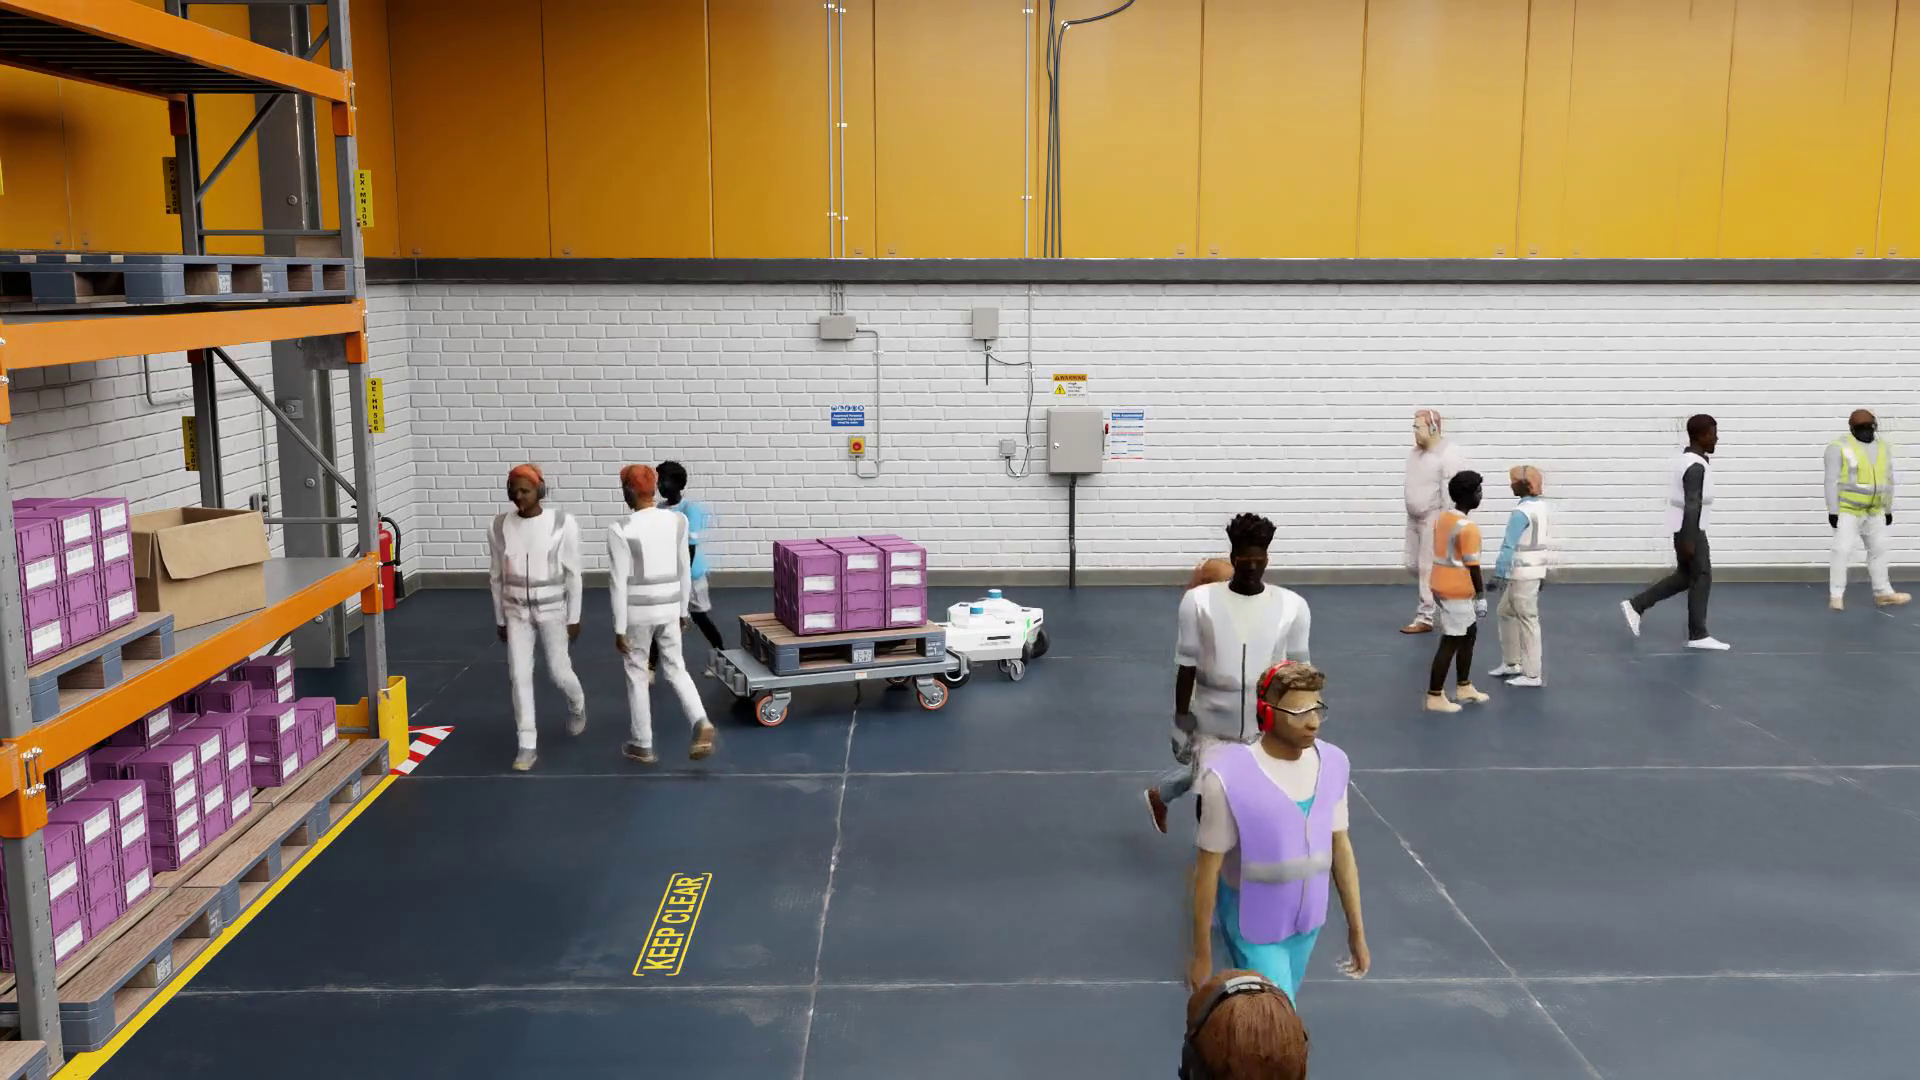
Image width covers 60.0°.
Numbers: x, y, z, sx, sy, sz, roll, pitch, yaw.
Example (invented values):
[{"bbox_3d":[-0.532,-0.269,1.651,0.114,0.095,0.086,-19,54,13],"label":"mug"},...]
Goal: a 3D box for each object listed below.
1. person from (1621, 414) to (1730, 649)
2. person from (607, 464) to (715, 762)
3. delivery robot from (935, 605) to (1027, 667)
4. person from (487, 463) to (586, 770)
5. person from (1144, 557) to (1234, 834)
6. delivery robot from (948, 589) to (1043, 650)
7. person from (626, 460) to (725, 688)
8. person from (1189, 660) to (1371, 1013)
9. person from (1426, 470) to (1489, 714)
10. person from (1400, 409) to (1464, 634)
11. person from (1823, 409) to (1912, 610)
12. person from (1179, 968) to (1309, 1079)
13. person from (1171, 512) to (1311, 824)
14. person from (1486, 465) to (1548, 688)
[{"bbox_3d":[5.785,-0.074,13.329,0.753,1.898,0.595,3,10,19],"label":"person"},{"bbox_3d":[-1.823,0.473,10.064,0.583,1.867,0.729,-8,12,-40],"label":"person"},{"bbox_3d":[0.124,0.722,12.257,0.707,0.478,0.477,-2,9,-15],"label":"delivery robot"},{"bbox_3d":[-2.590,0.437,10.282,0.577,1.868,0.706,0,9,3],"label":"person"},{"bbox_3d":[1.222,0.862,8.462,0.616,1.614,0.497,7,12,37],"label":"person"},{"bbox_3d":[0.269,0.626,12.844,0.707,0.478,0.477,4,10,23],"label":"delivery robot"},{"bbox_3d":[-2.036,0.238,12.149,0.534,1.655,0.849,7,12,38],"label":"person"},{"bbox_3d":[1.087,1.283,5.255,0.594,1.804,0.907,-7,11,-35],"label":"person"},{"bbox_3d":[3.473,0.360,11.331,0.635,1.673,0.548,-1,9,-3],"label":"person"},{"bbox_3d":[3.969,-0.165,13.911,0.600,1.884,0.661,-3,10,-19],"label":"person"},{"bbox_3d":[8.083,-0.272,14.830,0.835,1.810,0.431,-2,9,-9],"label":"person"},{"bbox_3d":[0.486,1.664,2.920,0.619,1.822,0.830,-3,10,-15],"label":"person"},{"bbox_3d":[1.286,0.822,7.649,0.632,1.953,0.626,1,9,7],"label":"person"},{"bbox_3d":[4.019,0.262,12.086,0.569,1.618,0.526,6,11,32],"label":"person"}]
